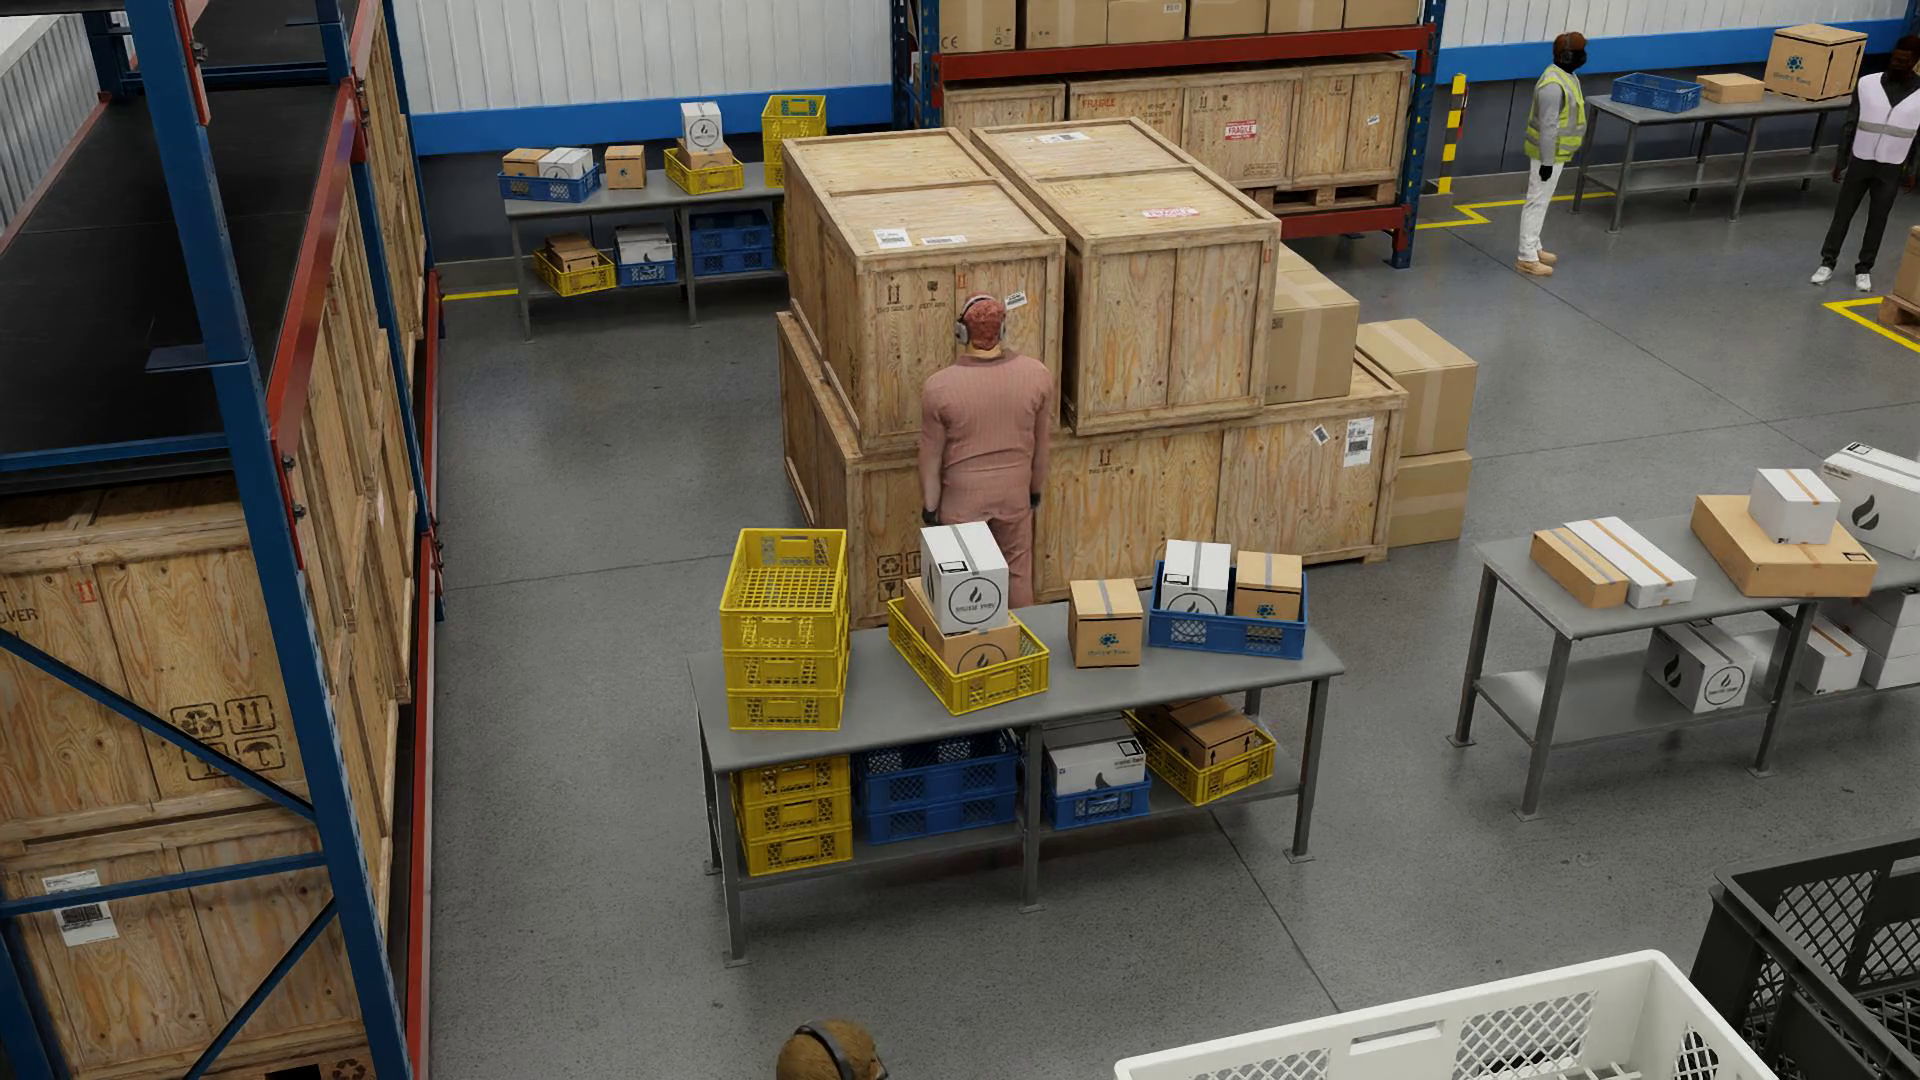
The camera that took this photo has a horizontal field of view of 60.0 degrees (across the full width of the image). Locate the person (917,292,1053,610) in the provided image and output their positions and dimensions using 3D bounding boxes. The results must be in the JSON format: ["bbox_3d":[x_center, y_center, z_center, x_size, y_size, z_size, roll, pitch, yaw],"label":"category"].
[{"bbox_3d":[0.102,-0.250,7.876,0.643,1.899,0.397,-8,30,-15],"label":"person"}]

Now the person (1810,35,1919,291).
[{"bbox_3d":[6.937,-2.847,12.564,0.590,1.917,0.396,16,33,26],"label":"person"}]

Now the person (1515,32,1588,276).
[{"bbox_3d":[4.603,-3.004,12.922,0.429,1.847,0.625,12,31,21],"label":"person"}]

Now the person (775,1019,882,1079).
[{"bbox_3d":[-0.299,1.900,3.927,0.629,1.937,0.376,10,30,17],"label":"person"}]
